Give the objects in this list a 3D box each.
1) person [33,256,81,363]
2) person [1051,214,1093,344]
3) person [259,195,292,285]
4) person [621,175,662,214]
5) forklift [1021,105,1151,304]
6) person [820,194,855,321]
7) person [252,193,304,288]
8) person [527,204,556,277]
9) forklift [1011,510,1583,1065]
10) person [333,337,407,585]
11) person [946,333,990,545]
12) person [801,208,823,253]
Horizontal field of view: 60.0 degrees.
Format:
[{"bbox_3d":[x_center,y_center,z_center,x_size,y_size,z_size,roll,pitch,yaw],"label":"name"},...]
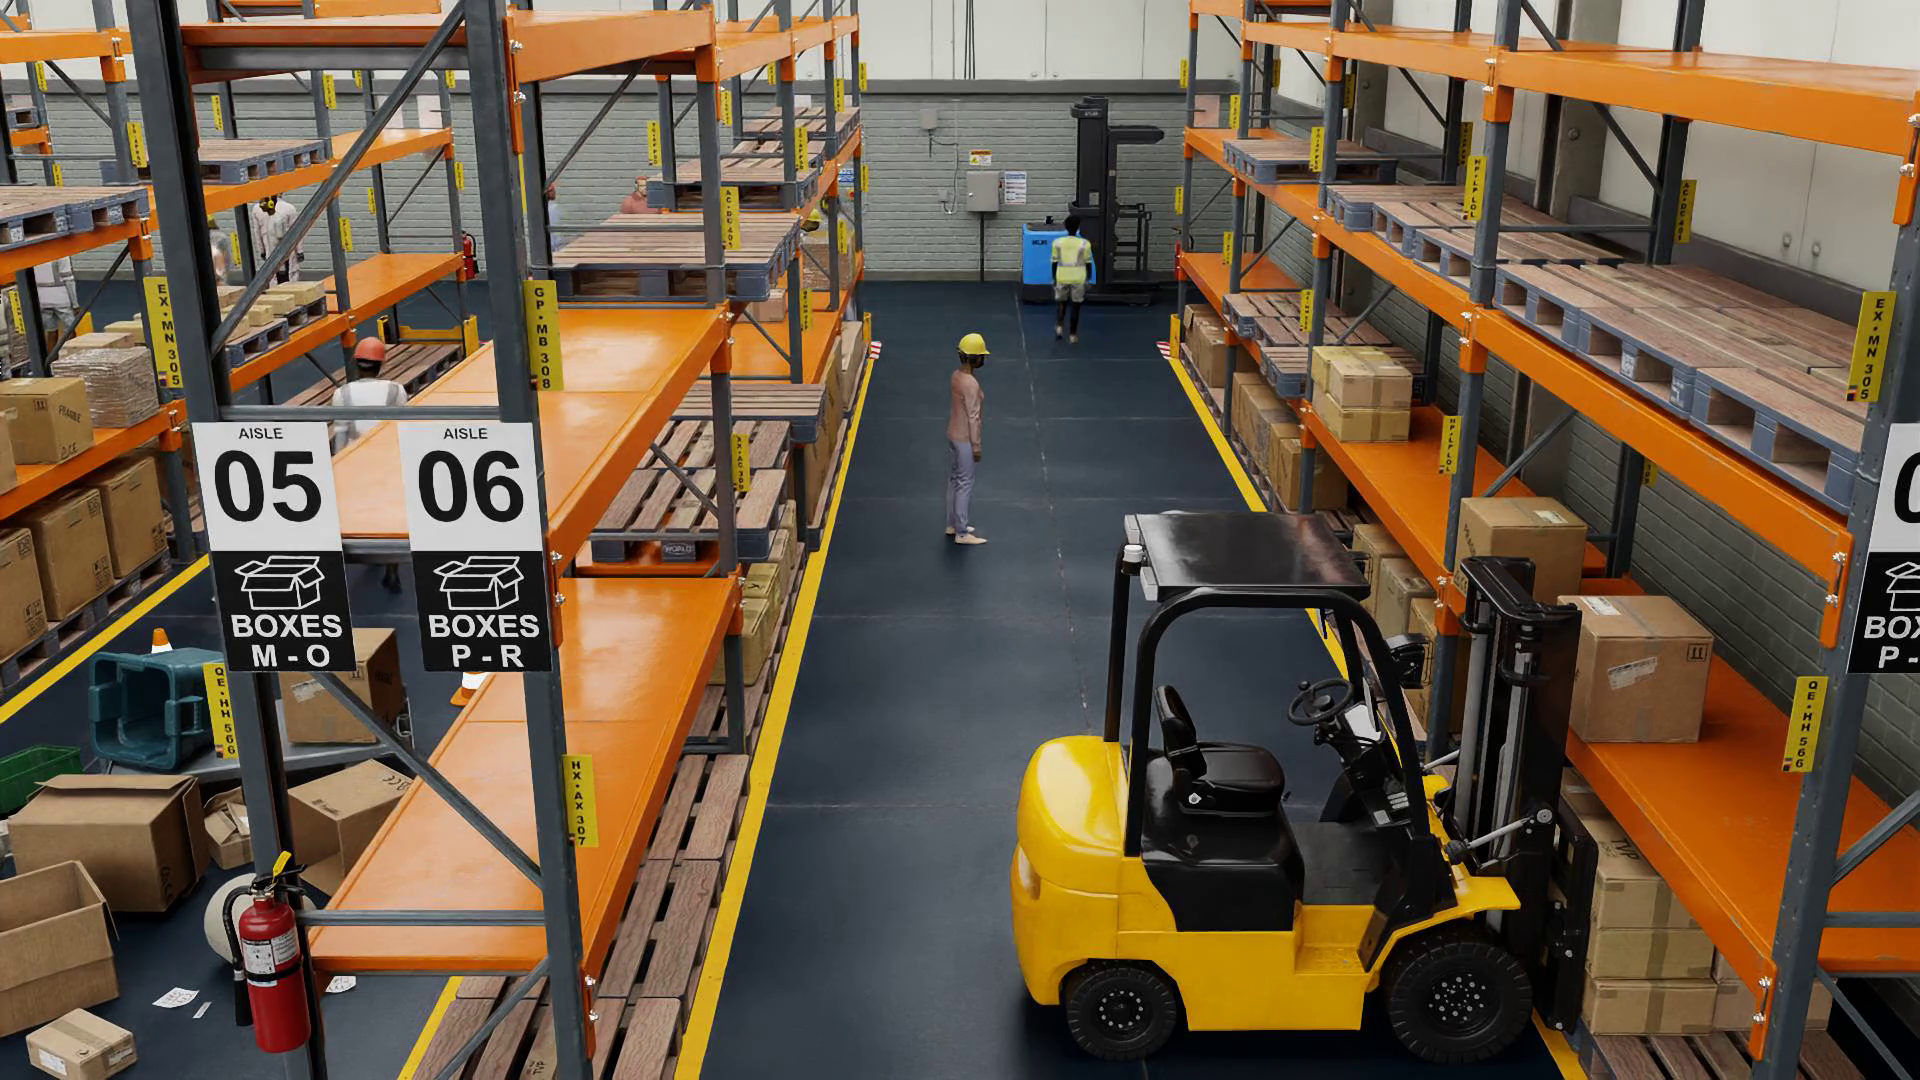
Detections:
[{"bbox_3d":[-10.540,-2.774,19.391,0.554,1.922,0.390,1,18,4],"label":"person"},{"bbox_3d":[1.453,-3.377,21.578,0.540,1.686,0.362,6,19,18],"label":"person"},{"bbox_3d":[-9.252,-3.802,22.601,0.338,1.860,0.498,-12,22,-32],"label":"person"},{"bbox_3d":[-4.564,-4.342,24.167,0.650,1.900,0.400,-15,24,-38],"label":"person"},{"bbox_3d":[1.857,-4.944,24.441,1.873,2.768,1.129,0,18,0],"label":"forklift"},{"bbox_3d":[-1.789,-3.783,22.592,0.968,1.815,0.527,10,21,29],"label":"person"},{"bbox_3d":[-9.537,-4.091,23.389,0.652,1.906,0.402,1,18,4],"label":"person"},{"bbox_3d":[-5.986,-4.159,23.583,0.568,1.907,0.726,16,24,40],"label":"person"},{"bbox_3d":[1.387,1.055,7.378,2.313,2.155,1.214,0,18,0],"label":"forklift"},{"bbox_3d":[-4.549,-0.611,12.920,0.590,1.877,1.020,-4,19,-13],"label":"person"},{"bbox_3d":[0.076,-0.838,13.792,0.349,1.761,0.528,-6,19,-17],"label":"person"},{"bbox_3d":[-1.939,-3.476,21.804,0.326,1.735,0.491,0,18,-1],"label":"person"}]
